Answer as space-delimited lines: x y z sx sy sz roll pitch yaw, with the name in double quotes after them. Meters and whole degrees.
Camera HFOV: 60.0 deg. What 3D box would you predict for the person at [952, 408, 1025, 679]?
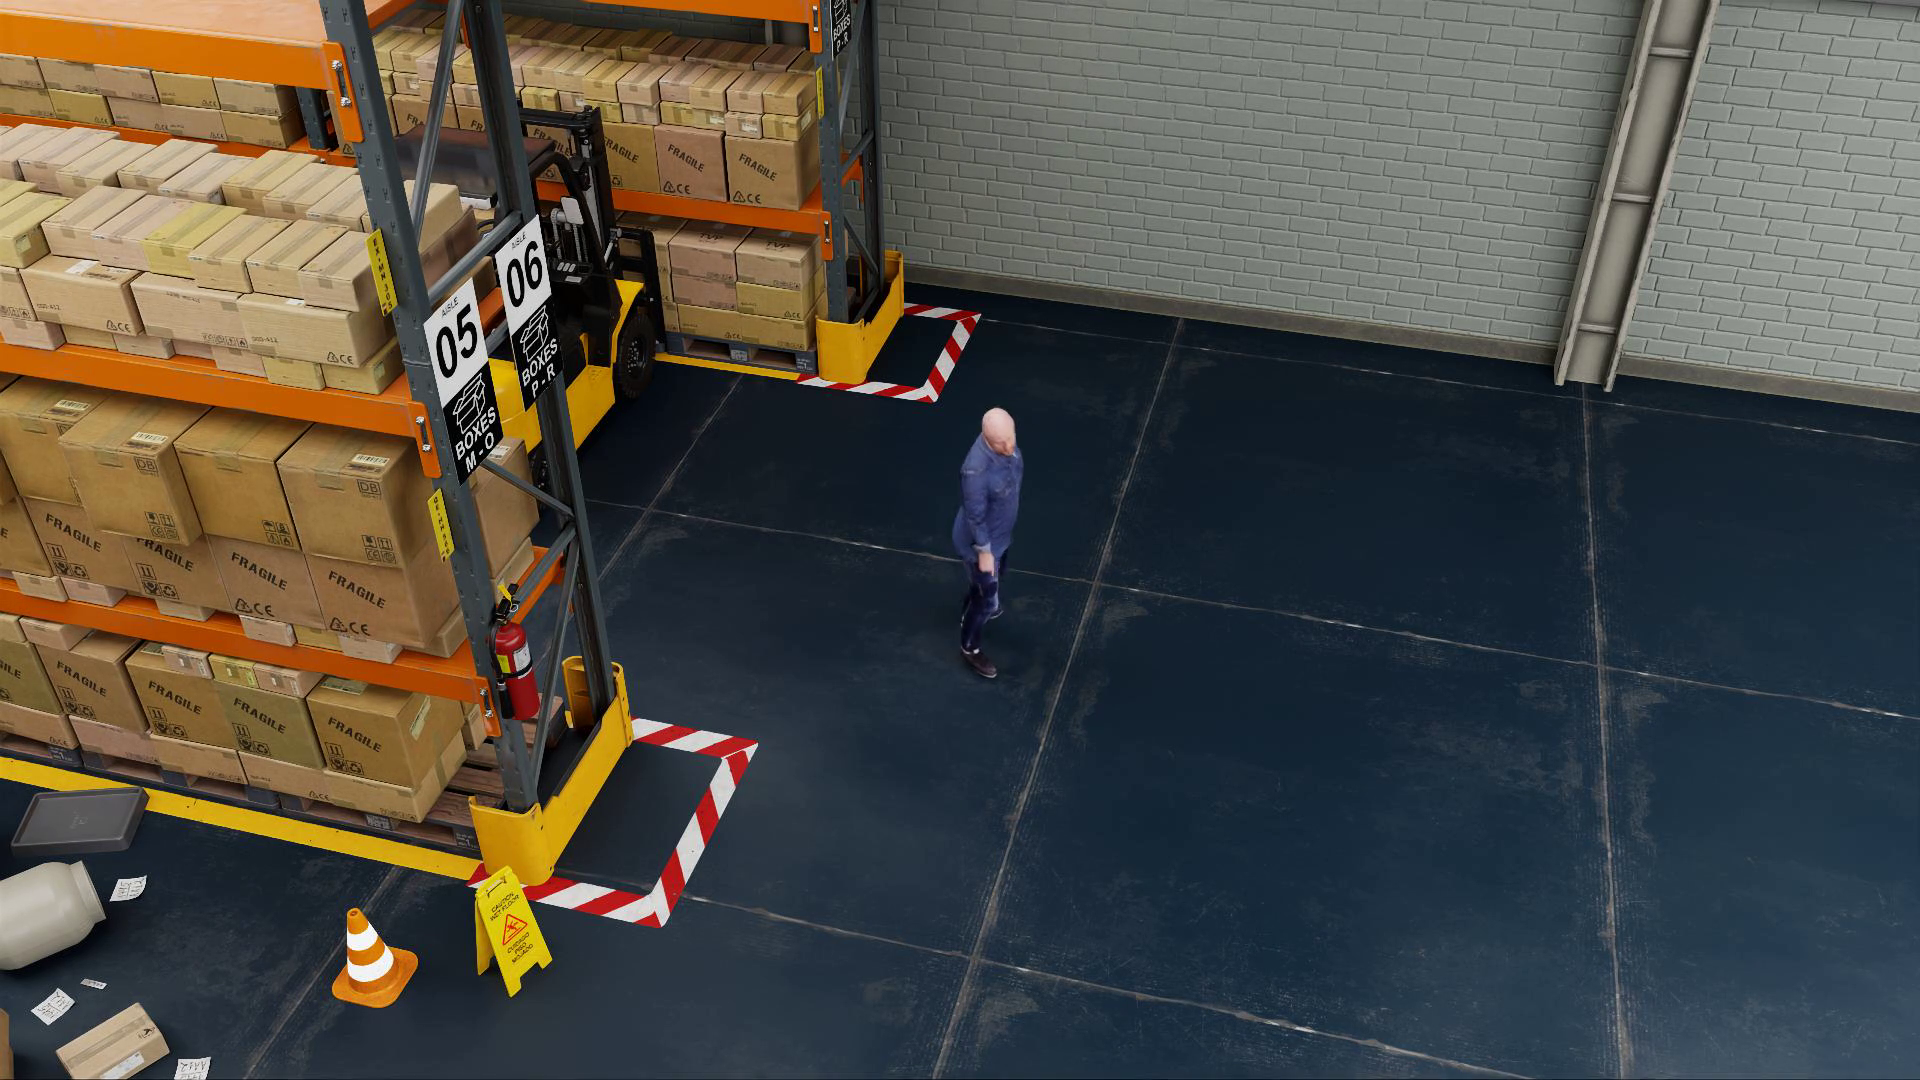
0.123 -0.033 9.246 0.606 1.793 0.872 2 37 2 "person"
